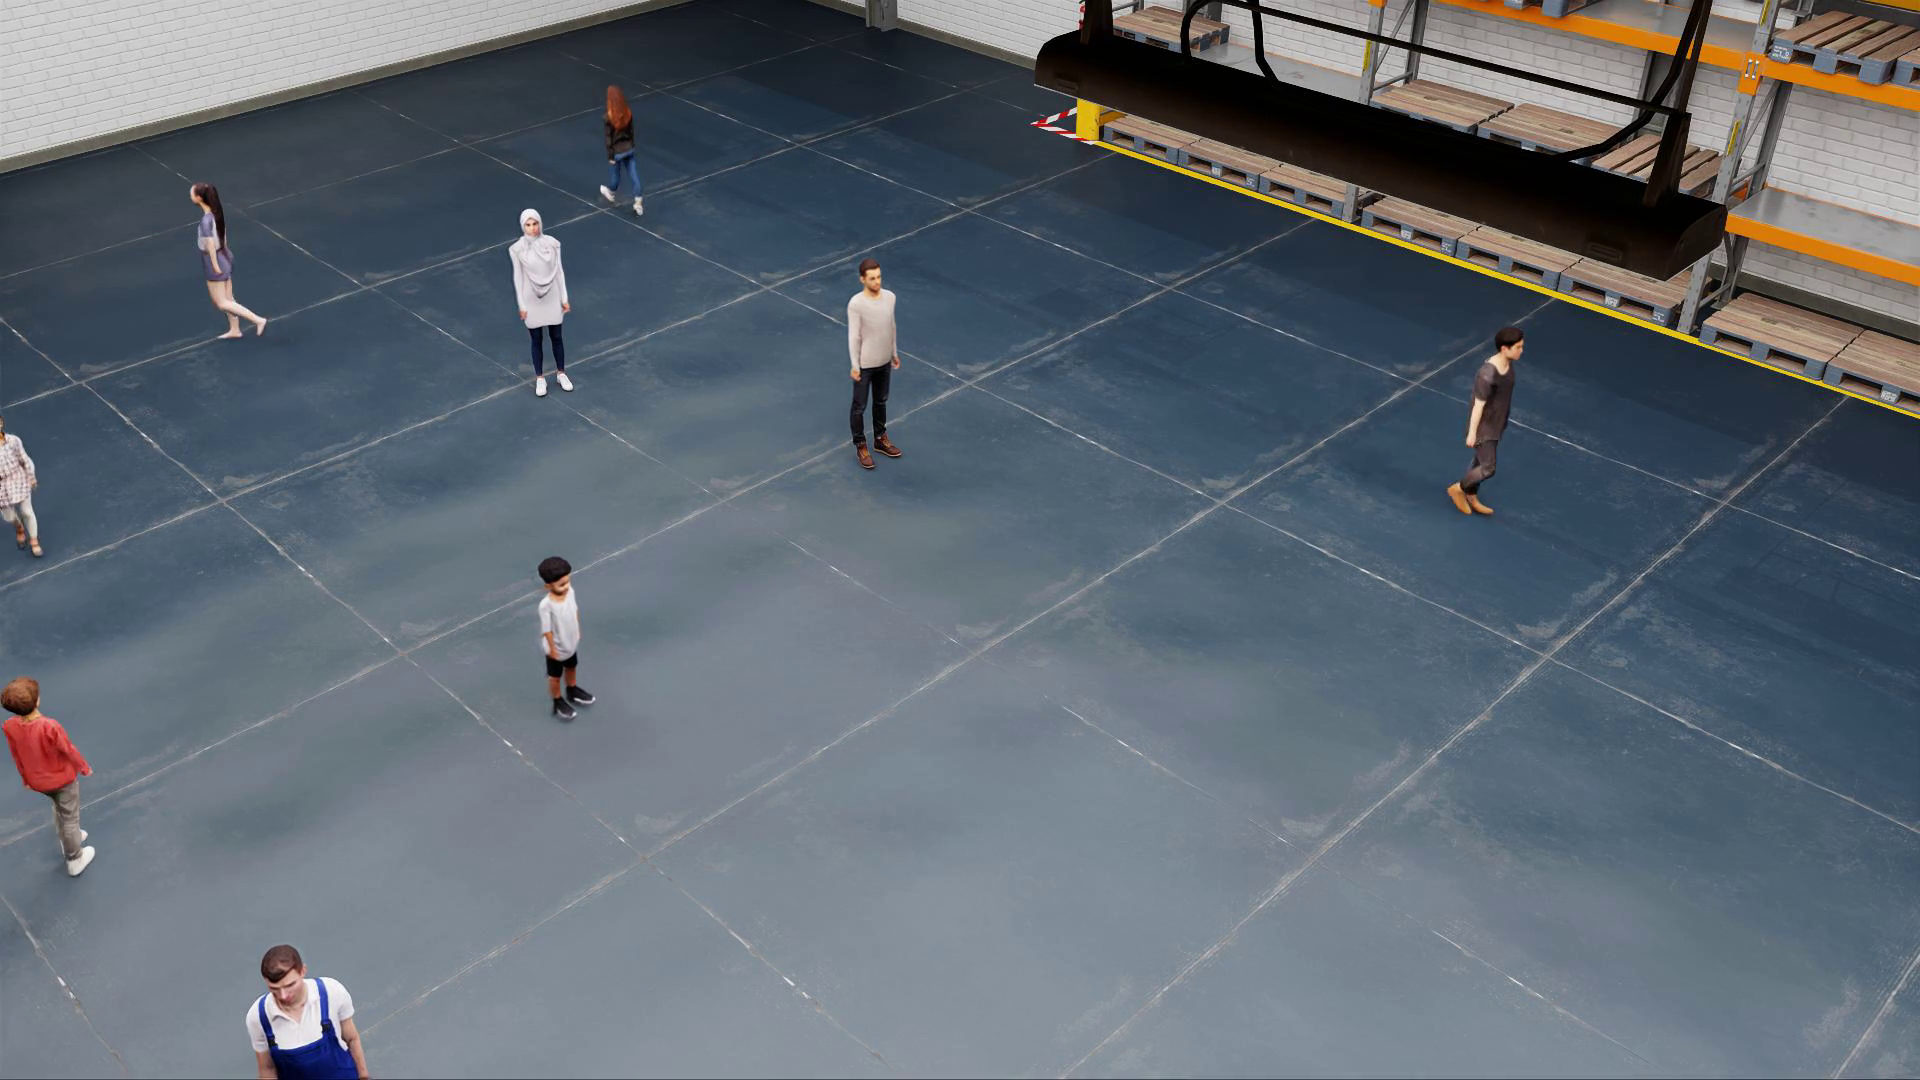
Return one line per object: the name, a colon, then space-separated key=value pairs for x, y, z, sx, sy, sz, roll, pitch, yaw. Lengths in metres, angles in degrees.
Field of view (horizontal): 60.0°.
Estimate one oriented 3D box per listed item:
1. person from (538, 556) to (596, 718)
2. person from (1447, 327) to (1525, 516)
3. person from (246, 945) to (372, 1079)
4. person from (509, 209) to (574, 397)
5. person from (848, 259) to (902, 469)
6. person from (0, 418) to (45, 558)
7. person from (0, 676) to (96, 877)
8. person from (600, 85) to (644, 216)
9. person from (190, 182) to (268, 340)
person: x=-2.752 y=0.649 z=11.448 sx=0.539 sy=1.254 sz=0.521 roll=20 pitch=38 yaw=27
person: x=4.212 y=-0.972 z=13.479 sx=0.662 sy=1.705 sz=0.676 roll=23 pitch=40 yaw=30
person: x=-3.063 y=2.601 z=7.973 sx=0.704 sy=1.850 sz=0.685 roll=-14 pitch=36 yaw=-20
person: x=-3.832 y=-2.194 z=15.255 sx=0.683 sy=1.775 sz=0.668 roll=-12 pitch=35 yaw=-17
person: x=-0.749 y=-1.536 z=14.181 sx=0.679 sy=1.868 sz=0.609 roll=-23 pitch=40 yaw=-31
person: x=-7.496 y=-0.481 z=13.102 sx=0.599 sy=1.306 sz=0.646 roll=-19 pitch=38 yaw=-26
person: x=-5.540 y=1.469 z=10.078 sx=0.653 sy=1.406 sz=0.713 roll=5 pitch=34 yaw=7
person: x=-3.789 y=-4.388 z=18.855 sx=0.633 sy=1.444 sz=0.966 roll=-24 pitch=40 yaw=-31
person: x=-7.095 y=-2.674 z=16.104 sx=0.910 sy=1.634 sz=0.853 roll=0 pitch=34 yaw=-1
